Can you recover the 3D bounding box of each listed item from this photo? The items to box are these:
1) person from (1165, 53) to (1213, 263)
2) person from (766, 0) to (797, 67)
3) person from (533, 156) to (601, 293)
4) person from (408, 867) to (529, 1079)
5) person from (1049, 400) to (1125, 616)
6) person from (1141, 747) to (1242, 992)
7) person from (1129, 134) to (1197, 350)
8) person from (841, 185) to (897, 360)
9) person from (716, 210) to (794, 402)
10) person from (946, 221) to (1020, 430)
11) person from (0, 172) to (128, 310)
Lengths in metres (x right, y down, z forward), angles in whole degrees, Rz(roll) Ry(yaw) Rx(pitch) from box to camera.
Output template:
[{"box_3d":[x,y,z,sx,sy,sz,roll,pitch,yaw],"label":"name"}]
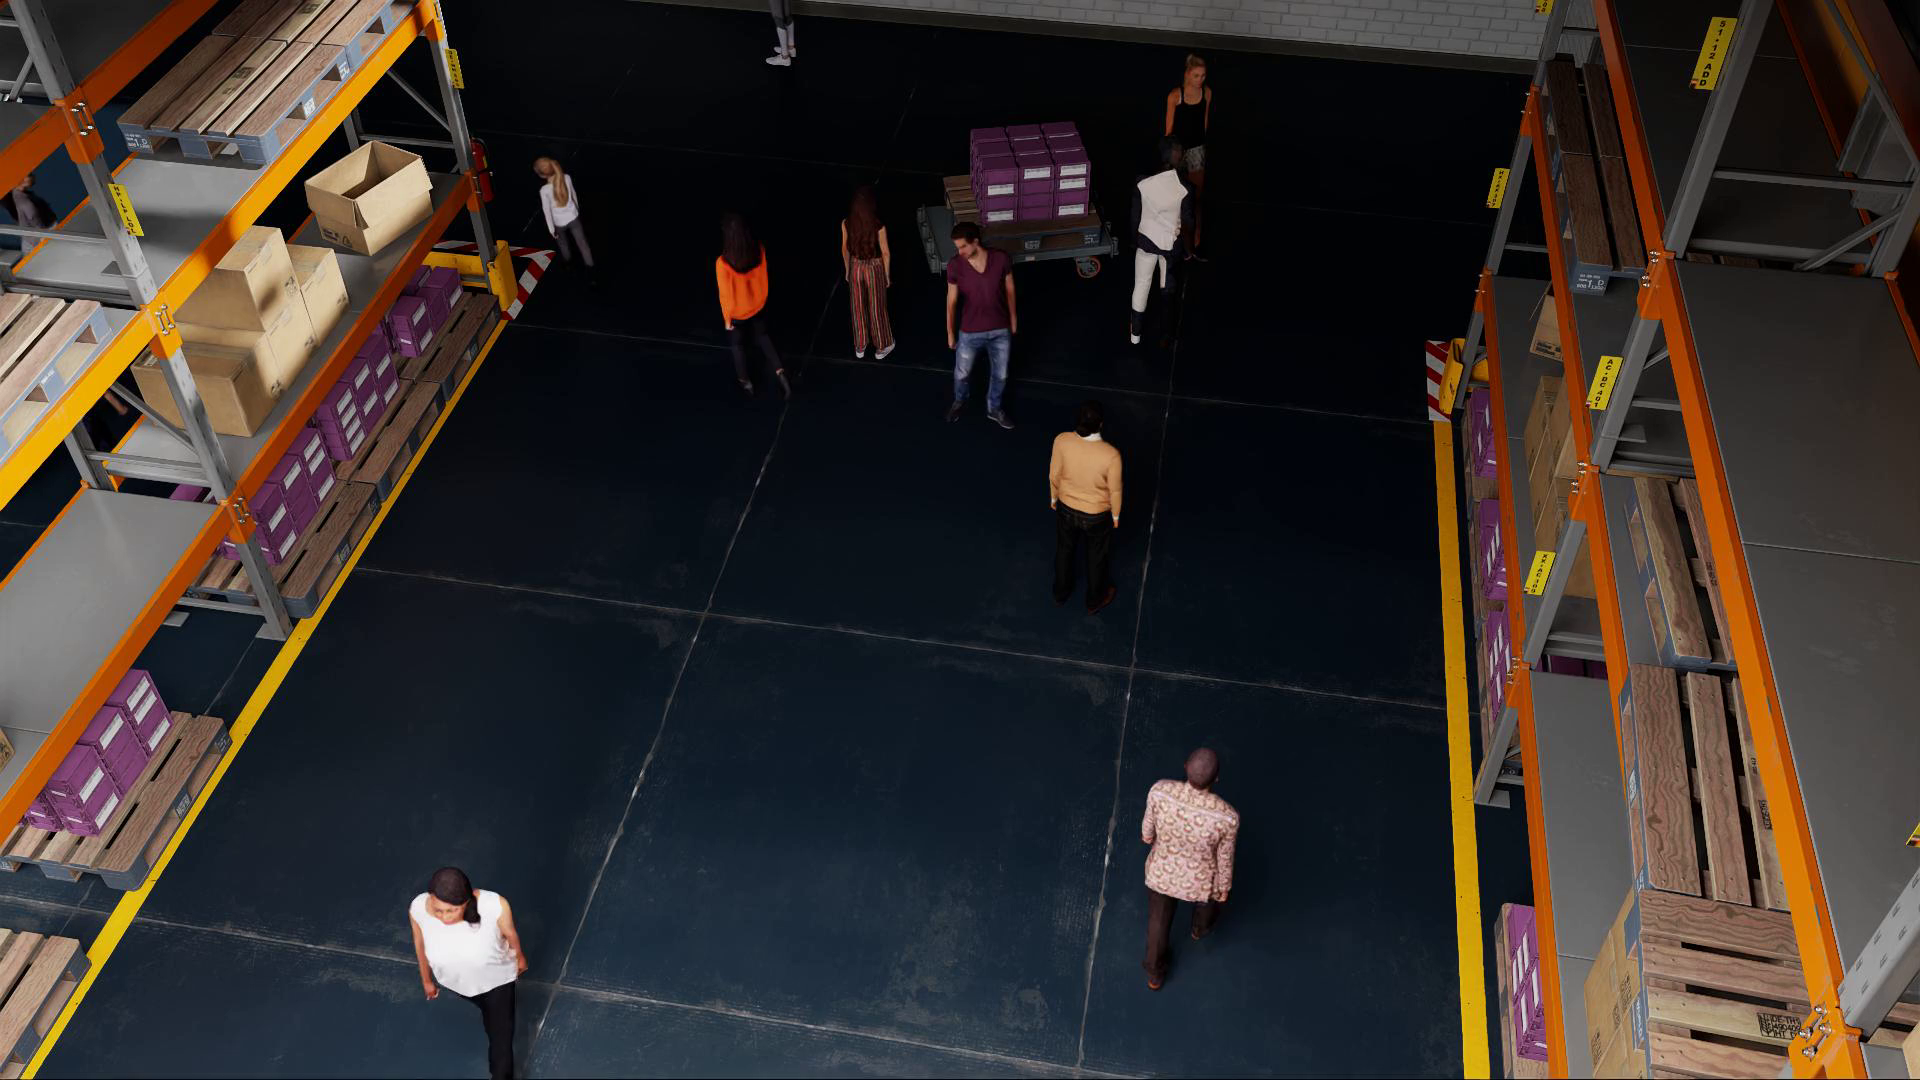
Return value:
[{"box_3d":[1.906,-3.413,14.458,0.859,1.813,1.088,-9,44,-9],"label":"person"},{"box_3d":[-1.855,-5.667,16.904,0.645,1.703,0.509,13,45,14],"label":"person"},{"box_3d":[-3.305,-2.670,14.088,0.845,1.248,0.923,-21,48,-21],"label":"person"},{"box_3d":[-2.514,2.189,8.695,0.757,1.651,1.065,2,44,2],"label":"person"},{"box_3d":[0.834,-0.216,11.146,0.716,1.752,0.657,17,46,17],"label":"person"},{"box_3d":[1.184,1.835,8.969,0.833,1.785,1.010,14,45,15],"label":"person"},{"box_3d":[1.602,-2.383,13.315,0.723,1.898,0.646,14,45,15],"label":"person"},{"box_3d":[-0.744,-2.146,13.312,0.578,1.560,0.538,11,45,12],"label":"person"},{"box_3d":[-1.572,-1.739,12.763,0.967,1.726,0.985,-33,53,-30],"label":"person"},{"box_3d":[0.211,-1.632,12.586,0.796,1.816,0.748,-16,46,-16],"label":"person"},{"box_3d":[-7.444,-2.256,13.376,1.001,1.630,1.235,28,50,26],"label":"person"}]
